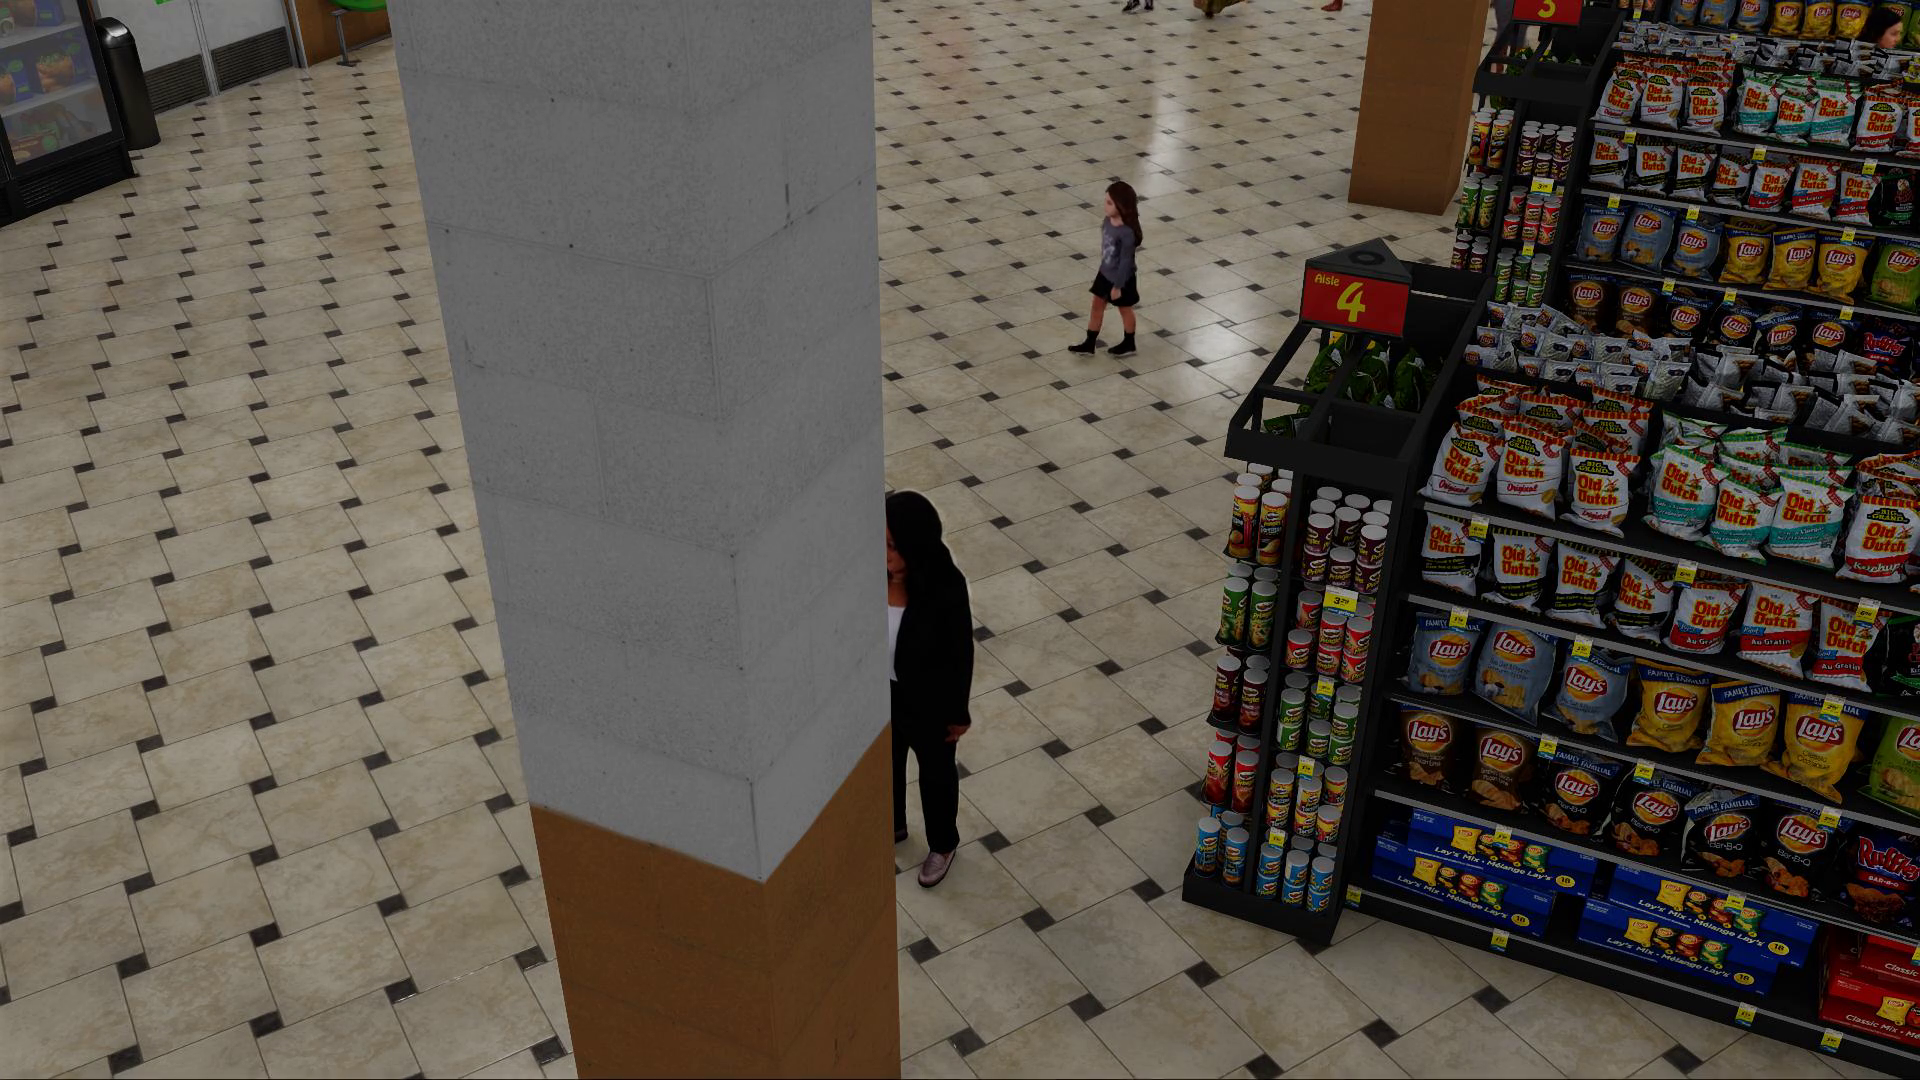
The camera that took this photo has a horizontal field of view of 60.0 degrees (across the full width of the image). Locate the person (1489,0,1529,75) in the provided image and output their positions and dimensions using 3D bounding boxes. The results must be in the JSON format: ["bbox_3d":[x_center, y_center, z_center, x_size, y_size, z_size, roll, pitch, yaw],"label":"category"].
[{"bbox_3d":[4.703,-4.603,14.030,0.773,1.756,0.719,21,37,30],"label":"person"}]

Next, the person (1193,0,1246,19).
[{"bbox_3d":[2.602,-6.006,16.393,0.840,1.641,0.871,11,33,17],"label":"person"}]

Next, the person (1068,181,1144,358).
[{"bbox_3d":[0.978,-1.587,9.813,0.738,1.091,0.689,-14,34,-21],"label":"person"}]

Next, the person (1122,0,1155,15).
[{"bbox_3d":[1.882,-6.211,16.556,0.683,1.817,0.736,8,33,13],"label":"person"}]

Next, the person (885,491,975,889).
[{"bbox_3d":[-0.174,0.525,5.920,0.574,1.616,0.731,17,36,25],"label":"person"}]
